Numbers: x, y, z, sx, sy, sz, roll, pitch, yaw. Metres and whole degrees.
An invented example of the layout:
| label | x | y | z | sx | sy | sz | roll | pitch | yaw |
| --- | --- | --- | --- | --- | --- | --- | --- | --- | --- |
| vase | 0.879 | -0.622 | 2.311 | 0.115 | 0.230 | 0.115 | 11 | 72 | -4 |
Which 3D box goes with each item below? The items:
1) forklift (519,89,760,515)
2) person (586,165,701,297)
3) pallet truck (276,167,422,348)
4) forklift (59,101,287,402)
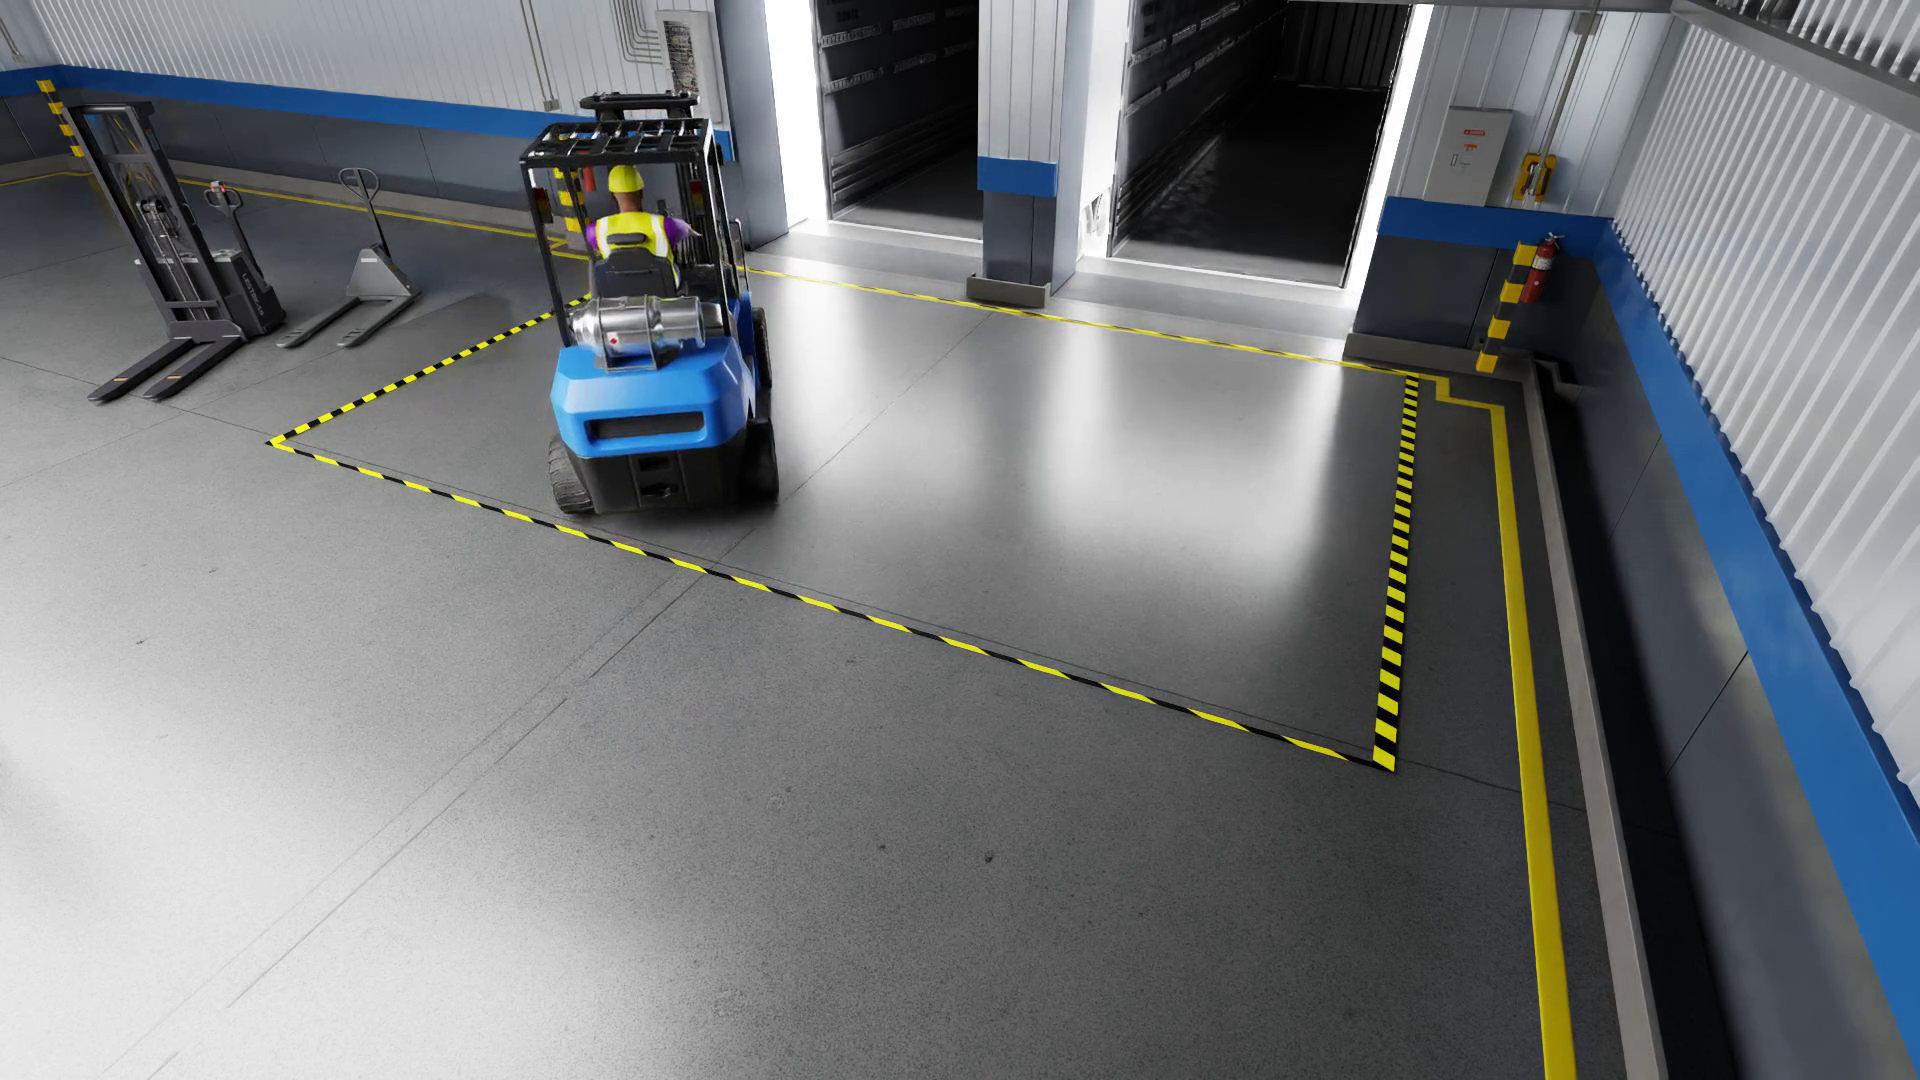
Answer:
| label | x | y | z | sx | sy | sz | roll | pitch | yaw |
| --- | --- | --- | --- | --- | --- | --- | --- | --- | --- |
| forklift | -2.051 | -1.710 | 6.156 | 1.157 | 2.036 | 2.680 | -6 | 35 | -8 |
| person | -2.054 | -1.898 | 6.098 | 0.635 | 1.294 | 1.004 | -6 | 35 | -8 |
| pallet truck | -5.732 | -2.611 | 8.414 | 0.680 | 1.201 | 1.601 | -1 | 35 | -1 |
| forklift | -6.686 | -2.387 | 7.434 | 0.823 | 1.965 | 1.885 | -3 | 35 | -5 |
